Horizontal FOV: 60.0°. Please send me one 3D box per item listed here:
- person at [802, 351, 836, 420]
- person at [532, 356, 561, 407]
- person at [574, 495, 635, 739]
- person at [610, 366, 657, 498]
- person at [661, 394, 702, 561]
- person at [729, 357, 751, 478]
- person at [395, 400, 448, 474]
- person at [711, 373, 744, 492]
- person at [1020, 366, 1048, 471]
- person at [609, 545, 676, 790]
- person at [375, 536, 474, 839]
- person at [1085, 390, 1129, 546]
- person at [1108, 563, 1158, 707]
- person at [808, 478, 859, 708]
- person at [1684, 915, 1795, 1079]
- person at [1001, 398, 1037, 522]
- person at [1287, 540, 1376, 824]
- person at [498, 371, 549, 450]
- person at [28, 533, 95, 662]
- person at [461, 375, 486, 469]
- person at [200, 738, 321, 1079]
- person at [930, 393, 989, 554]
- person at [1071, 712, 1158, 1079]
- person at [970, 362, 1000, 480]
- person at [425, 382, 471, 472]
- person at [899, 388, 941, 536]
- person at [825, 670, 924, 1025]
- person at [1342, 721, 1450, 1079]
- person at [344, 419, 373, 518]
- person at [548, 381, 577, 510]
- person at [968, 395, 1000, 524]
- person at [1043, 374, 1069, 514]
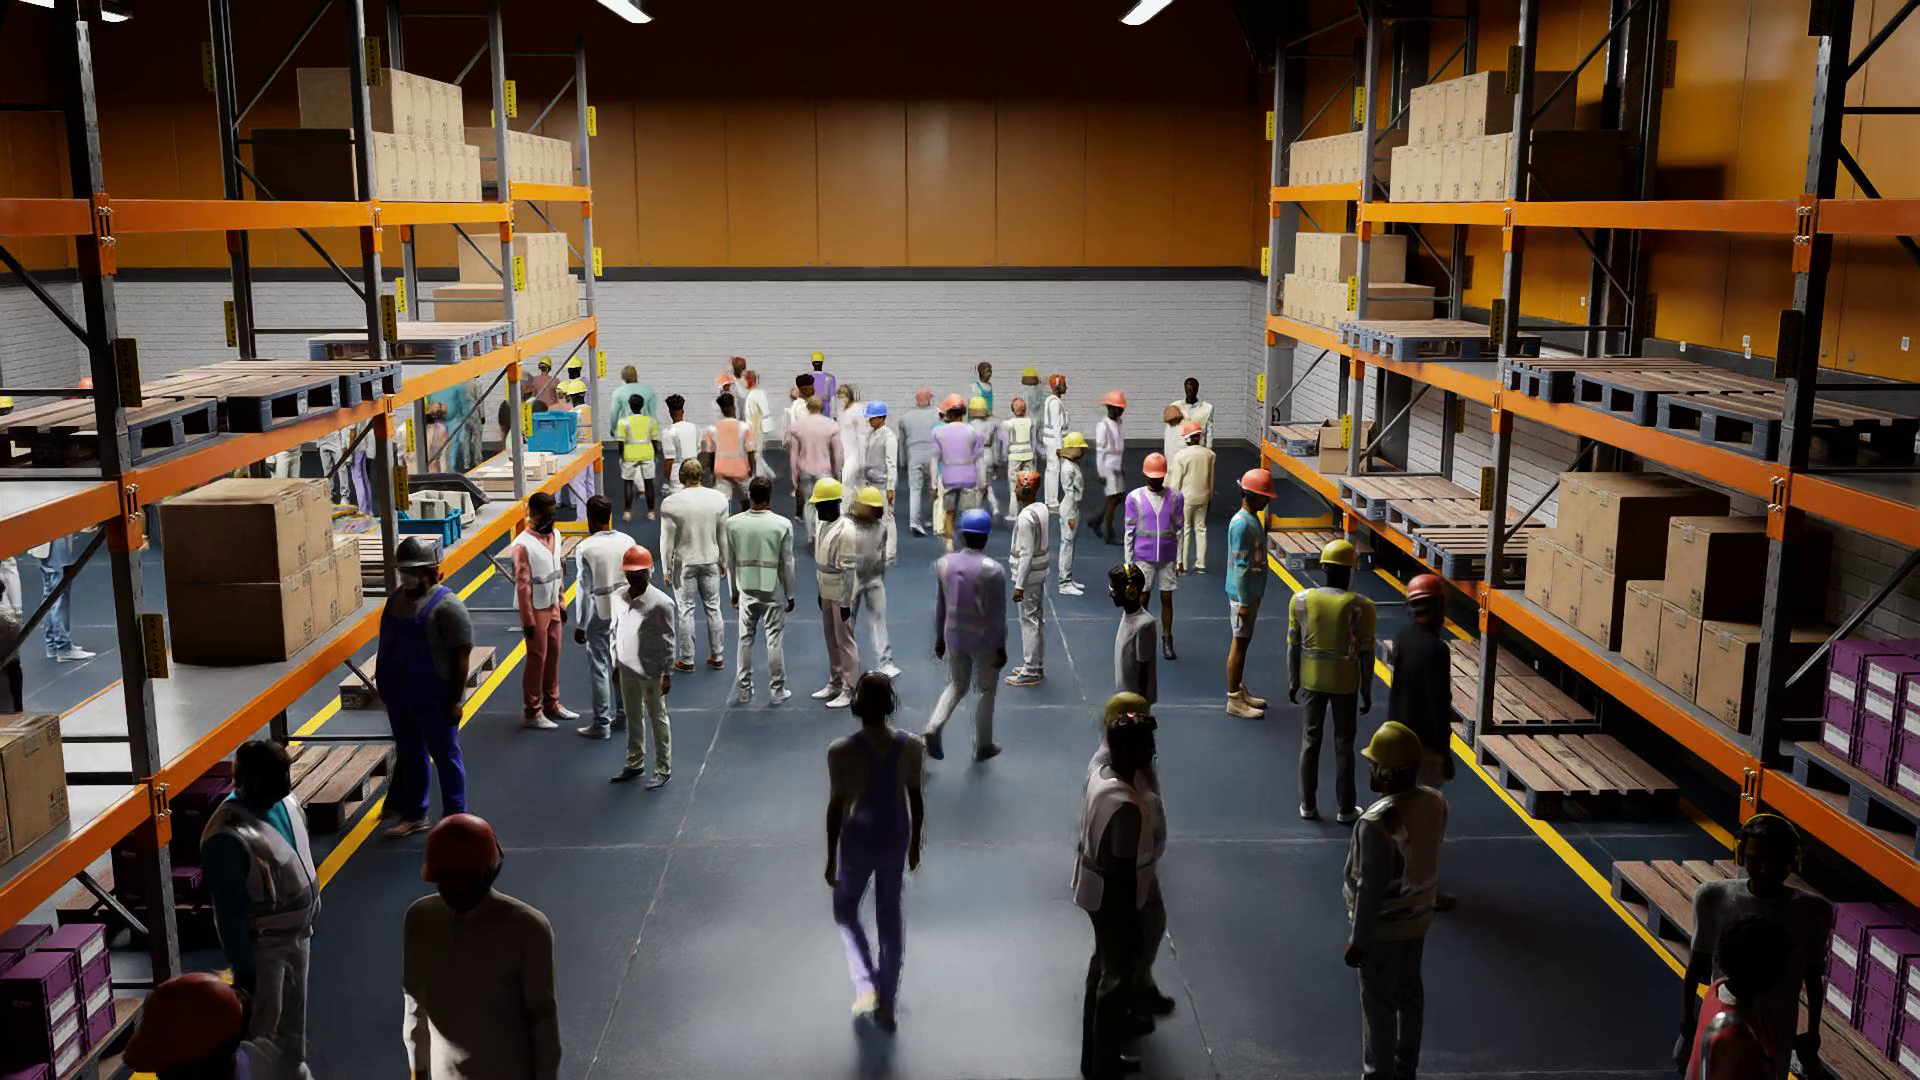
[{"bbox_3d":[-2.210,-1.983,25.895,0.588,1.919,0.401,0,11,2],"label":"person"},{"bbox_3d":[-6.660,-2.076,26.777,0.532,1.754,0.342,0,11,-1],"label":"person"},{"bbox_3d":[-2.753,0.596,12.987,0.398,1.909,0.600,7,13,31],"label":"person"},{"bbox_3d":[-4.686,-1.555,23.825,0.647,1.880,0.864,-9,14,-37],"label":"person"},{"bbox_3d":[-3.269,-0.729,19.483,0.373,1.962,0.605,8,14,34],"label":"person"},{"bbox_3d":[-3.311,-1.858,25.421,0.759,1.854,0.595,5,12,22],"label":"person"},{"bbox_3d":[-6.451,-0.777,19.968,0.588,1.863,1.023,-2,11,-10],"label":"person"},{"bbox_3d":[-3.395,-1.557,24.224,0.599,1.728,0.572,-9,14,-37],"label":"person"},{"bbox_3d":[1.132,-1.777,25.322,0.481,1.734,0.488,6,13,30],"label":"person"},{"bbox_3d":[-2.279,0.896,11.849,0.572,1.754,0.324,7,13,31],"label":"person"},{"bbox_3d":[-3.497,0.977,10.732,0.689,2.000,0.539,6,13,28],"label":"person"},{"bbox_3d":[1.833,-0.893,20.407,0.510,1.918,0.573,6,13,29],"label":"person"},{"bbox_3d":[1.104,1.065,10.768,0.336,1.856,0.530,-1,11,-7],"label":"person"},{"bbox_3d":[-1.050,0.431,13.785,0.397,1.918,0.588,-6,13,-28],"label":"person"},{"bbox_3d":[2.693,2.123,5.863,0.322,1.692,0.533,5,12,22],"label":"person"},{"bbox_3d":[0.782,-1.055,21.927,0.513,1.642,0.313,-5,12,-25],"label":"person"},{"bbox_3d":[2.488,0.951,11.171,0.589,1.918,0.392,5,12,25],"label":"person"},{"bbox_3d":[-5.748,-1.257,21.936,0.686,2.000,1.007,0,11,2],"label":"person"},{"bbox_3d":[-8.262,0.152,15.177,0.394,1.920,0.587,-10,15,-42],"label":"person"},{"bbox_3d":[-7.698,-1.987,26.345,0.492,1.742,0.321,7,13,31],"label":"person"},{"bbox_3d":[-3.049,1.757,7.360,0.429,1.833,0.630,1,11,5],"label":"person"},{"bbox_3d":[-0.003,-0.677,19.088,0.648,2.018,0.423,2,11,9],"label":"person"},{"bbox_3d":[0.710,1.687,7.701,0.388,1.837,0.560,0,11,-2],"label":"person"},{"bbox_3d":[0.368,-1.770,25.050,0.508,1.827,0.503,9,14,38],"label":"person"},{"bbox_3d":[-7.764,-1.782,25.083,0.710,1.840,0.989,-1,11,-5],"label":"person"},{"bbox_3d":[-0.485,-1.002,21.186,0.655,1.839,1.017,2,11,8],"label":"person"},{"bbox_3d":[-0.434,1.551,8.386,0.537,1.828,0.397,-5,12,-22],"label":"person"},{"bbox_3d":[1.945,1.712,7.569,0.586,1.833,0.404,-11,16,-44],"label":"person"},{"bbox_3d":[-7.977,-1.174,21.935,0.325,1.877,0.521,0,11,1],"label":"person"},{"bbox_3d":[-5.405,-1.294,22.834,0.522,1.760,0.330,5,12,24],"label":"person"},{"bbox_3d":[0.282,-0.996,21.402,0.508,1.725,0.466,-7,13,-30],"label":"person"},{"bbox_3d":[1.304,-1.305,22.572,0.354,1.883,0.573,-1,11,-5],"label":"person"}]
